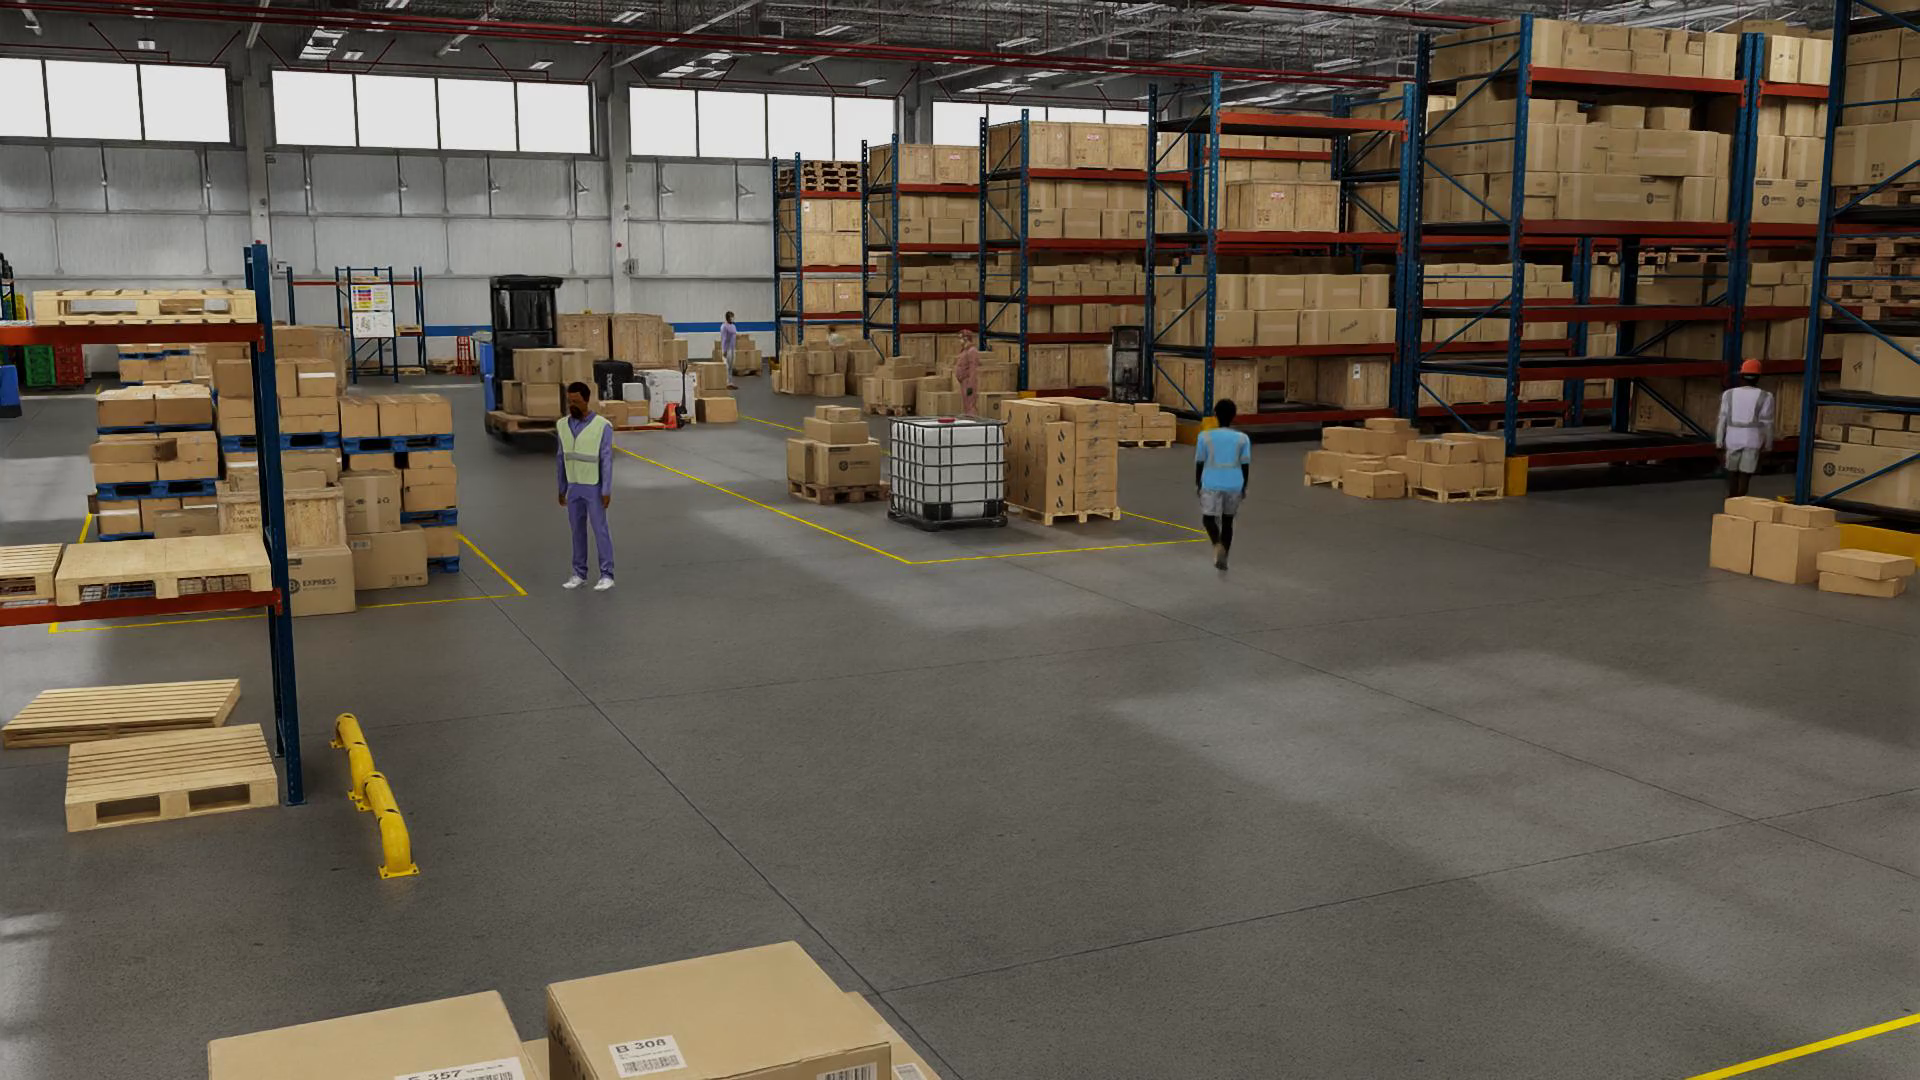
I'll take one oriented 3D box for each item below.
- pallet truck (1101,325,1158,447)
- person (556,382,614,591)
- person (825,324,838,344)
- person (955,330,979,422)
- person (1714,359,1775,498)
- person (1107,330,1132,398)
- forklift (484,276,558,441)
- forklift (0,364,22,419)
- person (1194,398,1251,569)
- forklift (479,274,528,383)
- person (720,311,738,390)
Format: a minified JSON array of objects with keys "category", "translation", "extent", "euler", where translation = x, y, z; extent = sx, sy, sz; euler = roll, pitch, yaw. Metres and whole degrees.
[{"category":"pallet truck","translation":[2.881,-2.596,27.923],"extent":[0.823,1.965,1.885],"euler":[-1,9,-7]},{"category":"person","translation":[-3.397,-0.489,15.149],"extent":[0.584,1.908,0.386],"euler":[4,10,24]},{"category":"person","translation":[-3.163,-4.645,41.867],"extent":[0.755,1.611,0.537],"euler":[-6,11,-32]},{"category":"person","translation":[0.115,-2.683,28.769],"extent":[0.406,1.902,0.637],"euler":[-2,9,-11]},{"category":"person","translation":[8.982,-1.108,18.965],"extent":[0.577,1.902,0.906],"euler":[7,12,38]},{"category":"person","translation":[2.866,-2.851,29.660],"extent":[0.422,1.943,0.643],"euler":[-7,11,-37]},{"category":"forklift","translation":[-7.621,-3.194,28.901],"extent":[1.129,2.768,1.873],"euler":[-4,10,-26]},{"category":"forklift","translation":[-19.331,-3.695,32.012],"extent":[1.873,2.768,1.129],"euler":[2,9,11]},{"category":"person","translation":[2.535,-0.520,16.001],"extent":[0.545,1.680,0.565],"euler":[-1,9,-3]},{"category":"forklift","translation":[-11.270,-5.375,42.434],"extent":[1.873,2.768,1.129],"euler":[-4,10,-25]},{"category":"person","translation":[-5.668,-4.649,40.847],"extent":[0.372,1.939,0.629],"euler":[3,10,17]}]
